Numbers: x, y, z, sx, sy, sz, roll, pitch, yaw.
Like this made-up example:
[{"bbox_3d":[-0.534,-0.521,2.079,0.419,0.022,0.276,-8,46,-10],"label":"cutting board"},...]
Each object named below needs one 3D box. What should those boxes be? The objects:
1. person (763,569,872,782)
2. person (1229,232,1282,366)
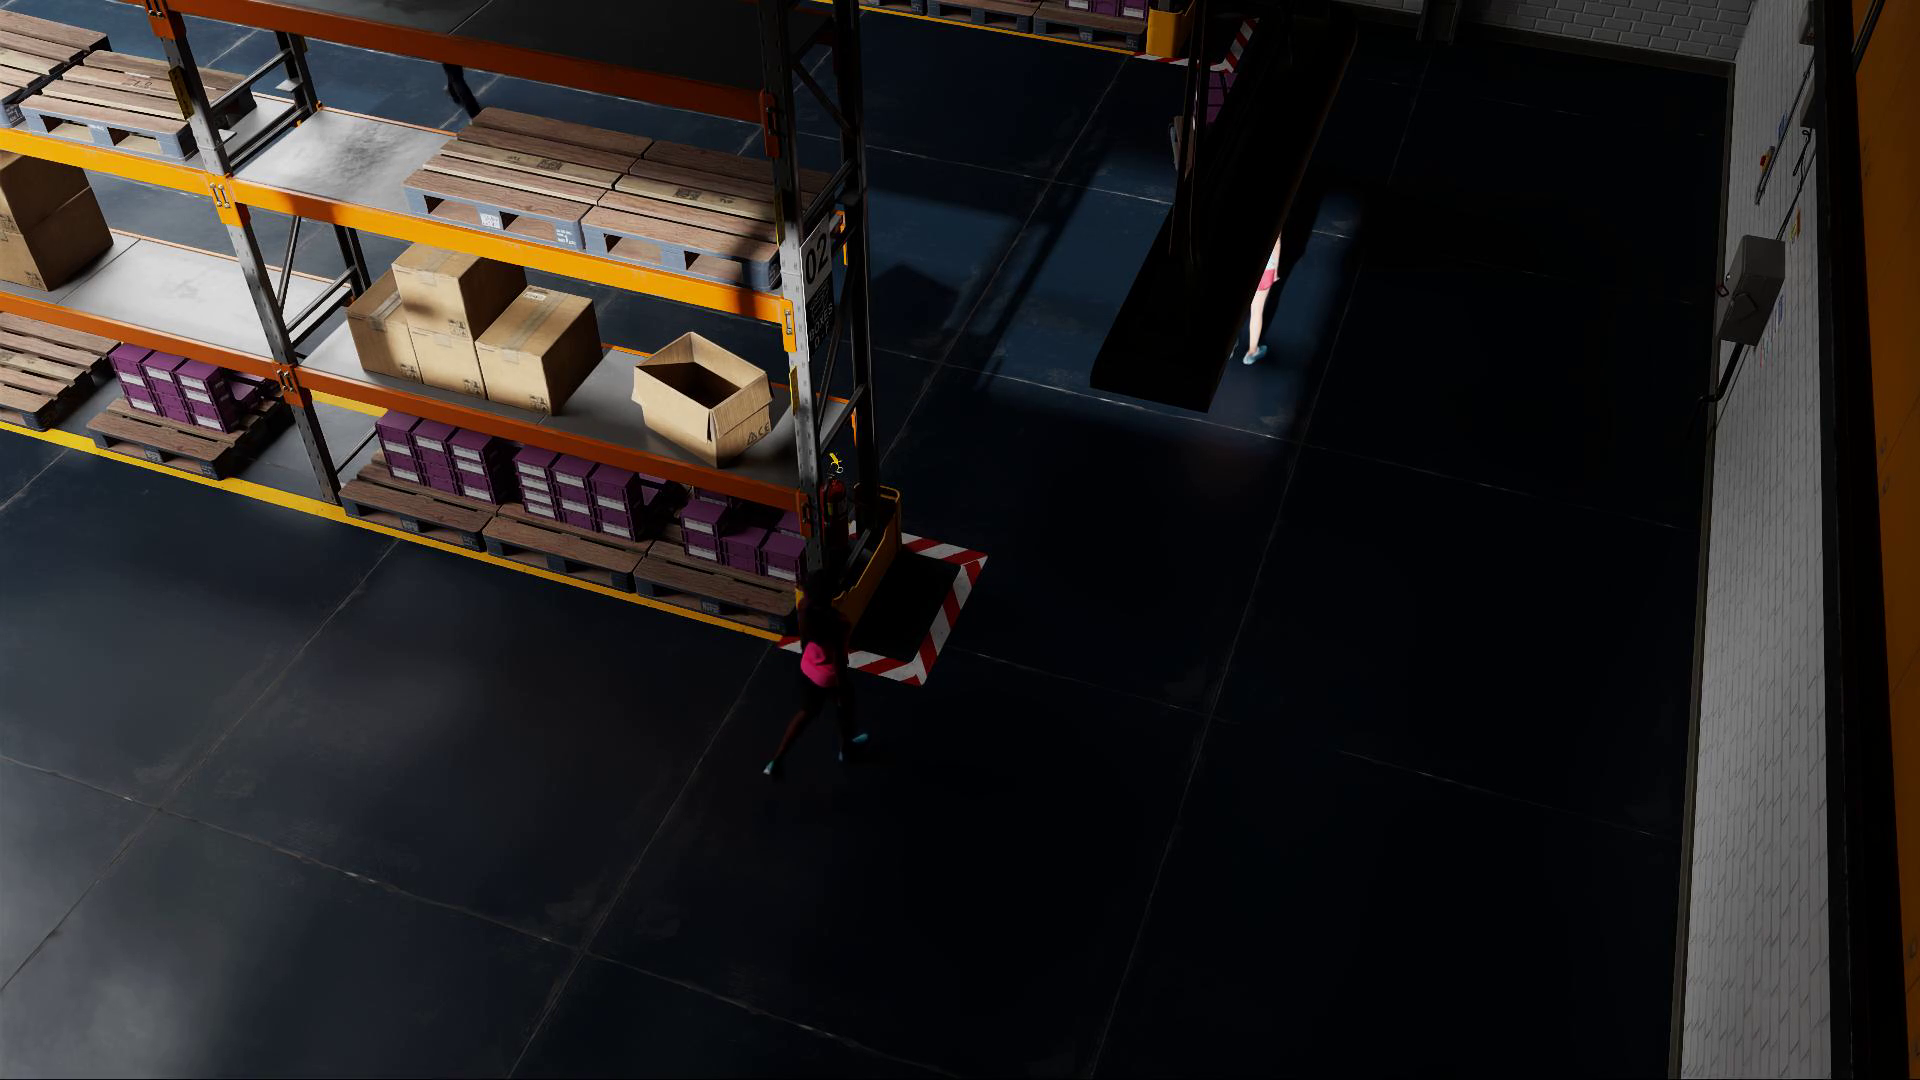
[{"bbox_3d":[-0.886,0.866,10.039,0.900,1.705,1.027,-34,53,-30],"label":"person"},{"bbox_3d":[2.325,-2.185,13.199,0.579,1.765,0.692,22,48,22],"label":"person"}]
